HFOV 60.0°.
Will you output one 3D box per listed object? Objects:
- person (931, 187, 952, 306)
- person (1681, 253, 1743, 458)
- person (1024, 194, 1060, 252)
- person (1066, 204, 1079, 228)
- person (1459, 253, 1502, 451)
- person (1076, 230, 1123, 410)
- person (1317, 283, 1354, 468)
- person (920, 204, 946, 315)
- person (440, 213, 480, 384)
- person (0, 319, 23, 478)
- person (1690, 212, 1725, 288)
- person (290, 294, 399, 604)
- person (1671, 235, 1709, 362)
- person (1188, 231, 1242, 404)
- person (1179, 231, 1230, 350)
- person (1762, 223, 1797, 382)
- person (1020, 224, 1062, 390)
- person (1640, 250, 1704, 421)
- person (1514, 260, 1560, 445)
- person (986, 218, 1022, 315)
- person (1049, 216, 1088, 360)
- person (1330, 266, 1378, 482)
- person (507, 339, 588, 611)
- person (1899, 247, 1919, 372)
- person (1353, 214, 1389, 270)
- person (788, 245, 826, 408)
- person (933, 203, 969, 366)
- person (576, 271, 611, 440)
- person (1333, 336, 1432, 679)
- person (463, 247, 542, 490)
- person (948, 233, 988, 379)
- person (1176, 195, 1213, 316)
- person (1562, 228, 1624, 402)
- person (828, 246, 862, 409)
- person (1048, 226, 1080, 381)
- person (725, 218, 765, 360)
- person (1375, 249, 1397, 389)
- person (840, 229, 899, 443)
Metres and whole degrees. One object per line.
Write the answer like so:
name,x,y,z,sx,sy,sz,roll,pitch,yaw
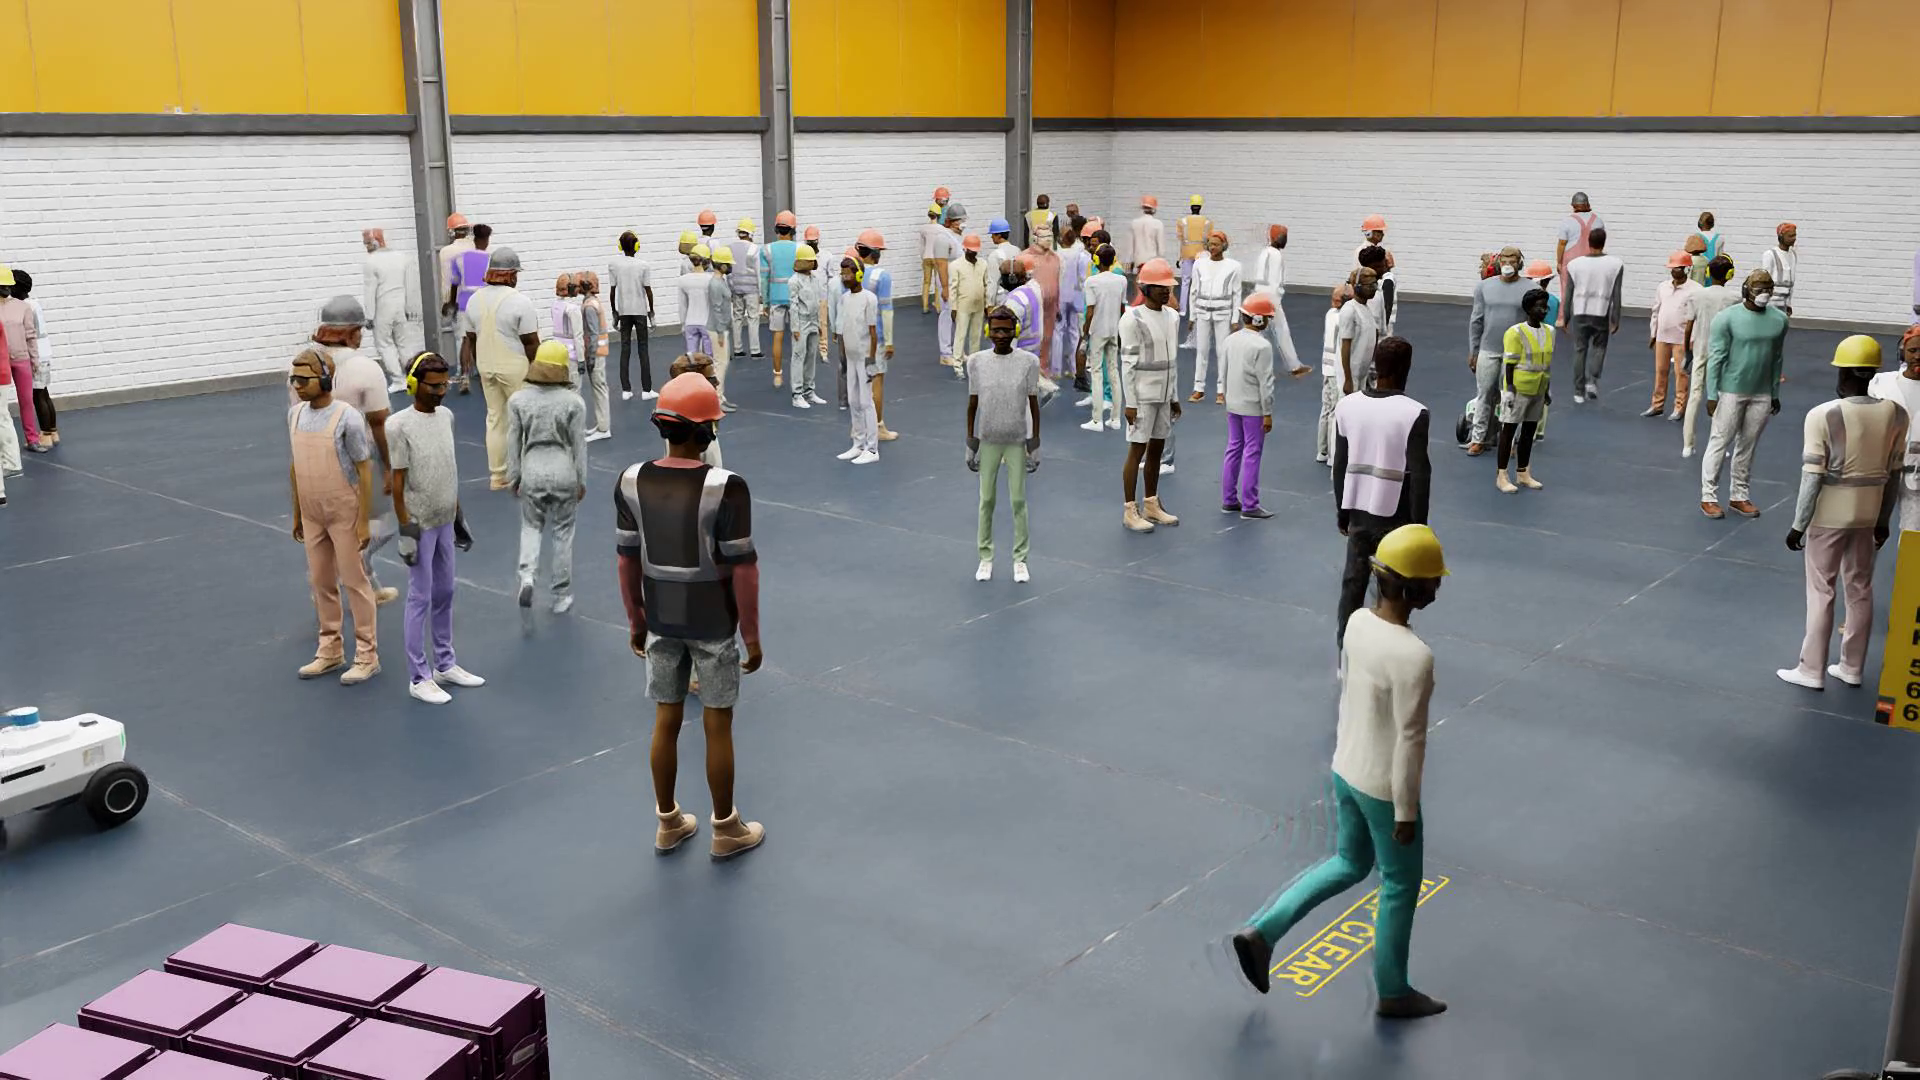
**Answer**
person,-0.266,-4.870,27.731,0.393,1.990,0.617,-5,15,-19
person,6.860,-1.668,15.184,0.521,1.874,0.327,11,18,38
person,1.414,-4.994,28.540,0.630,1.840,0.429,5,15,19
person,2.017,-5.134,29.527,0.312,1.634,0.514,3,14,14
person,4.967,-1.756,15.584,0.389,1.846,0.565,9,16,31
person,1.526,-2.359,17.847,0.377,1.917,0.599,-8,16,-28
person,3.386,-1.466,14.847,0.310,1.638,0.522,-2,14,-8
person,-0.411,-4.516,26.800,0.517,1.757,0.342,8,16,30
person,-5.853,-2.847,19.648,0.384,1.992,0.618,11,18,38
person,-8.416,-1.403,14.396,0.355,1.738,0.573,-11,18,-37
person,10.272,-3.612,23.034,0.502,1.837,0.350,0,14,0
person,-3.769,-0.505,10.190,0.691,2.000,0.743,7,16,26
person,9.387,-3.096,21.370,0.500,1.633,0.286,-11,18,-36
person,2.782,-2.434,18.222,0.573,1.883,0.355,6,15,23
person,3.383,-3.351,22.444,0.785,1.605,0.344,-4,15,-14
person,9.659,-2.798,19.676,0.573,1.883,0.359,-9,17,-32
person,0.923,-2.637,18.982,0.637,1.911,0.403,-12,18,-39
person,7.375,-2.111,17.191,0.330,1.750,0.572,-9,17,-32
person,5.471,-1.783,15.878,0.327,1.752,0.561,11,18,38
person,0.506,-2.832,19.705,0.416,1.939,0.604,10,17,35
person,1.406,-3.160,21.112,0.592,1.893,0.601,-10,17,-35
person,3.364,-1.396,14.148,0.348,1.847,0.505,9,17,31
person,-2.559,-0.379,10.356,0.497,1.721,0.456,-1,14,-2
person,11.828,-2.942,20.239,0.645,1.895,0.401,-10,17,-35
person,4.745,-2.769,19.331,0.378,1.996,0.610,9,17,32
person,-1.653,-2.312,18.015,0.295,1.744,0.491,8,16,29
person,-0.021,-3.252,21.170,0.535,2.000,0.674,7,16,26
person,-3.556,-1.788,16.132,0.314,1.640,0.516,-2,14,-9
person,2.270,-0.143,9.003,0.392,1.915,0.587,-12,18,-39
person,-3.710,-1.413,13.822,0.689,2.000,0.539,7,15,25
person,0.132,-2.812,20.010,0.575,1.740,0.343,-9,17,-33
person,3.729,-4.526,26.533,0.592,1.919,0.409,-1,14,-3
person,6.956,-2.477,18.338,0.614,1.900,0.517,6,15,22
person,-1.127,-2.266,17.826,0.565,1.743,0.335,4,15,15
person,1.265,-2.824,19.886,0.515,1.835,0.355,-7,16,-27
person,-2.775,-3.257,21.635,0.594,1.824,0.403,7,16,26
person,4.778,-2.463,18.827,0.311,1.639,0.523,1,14,5
person,-0.867,-1.962,16.018,0.609,2.040,0.406,11,18,37
